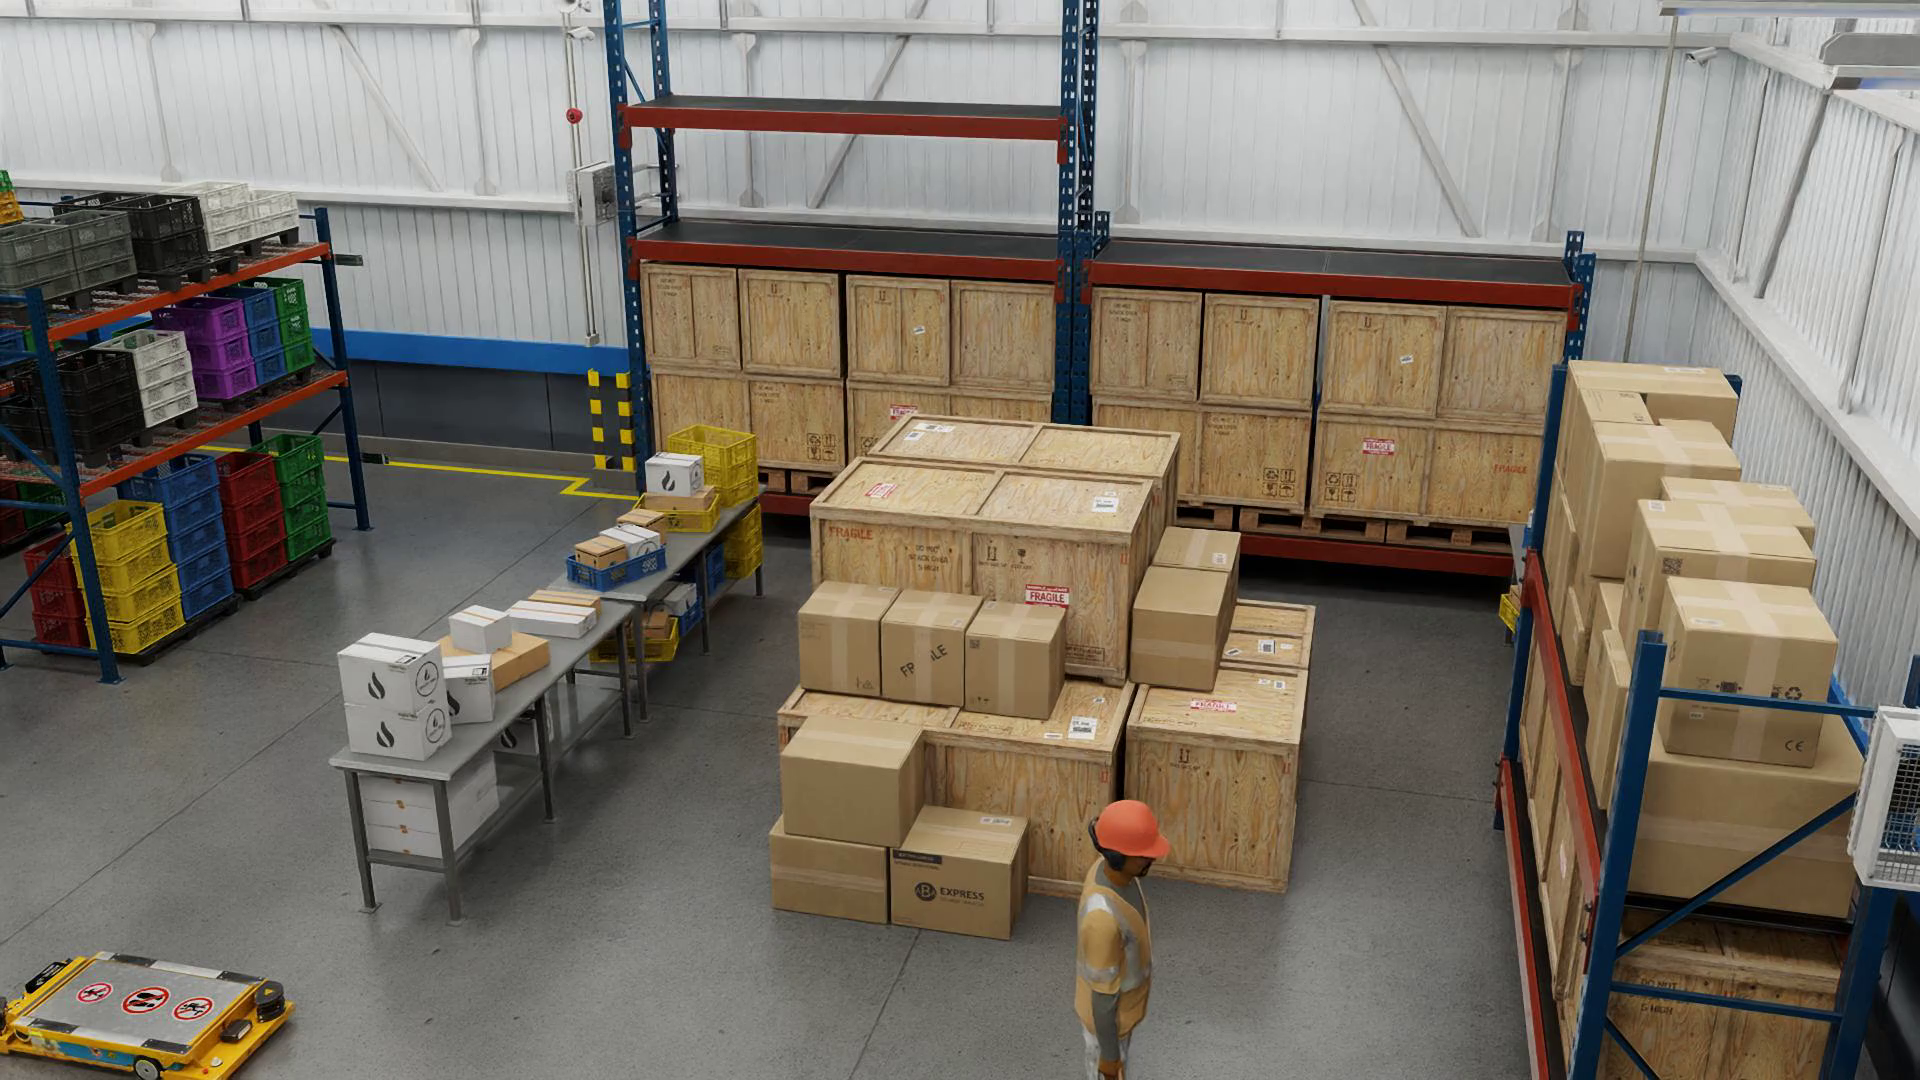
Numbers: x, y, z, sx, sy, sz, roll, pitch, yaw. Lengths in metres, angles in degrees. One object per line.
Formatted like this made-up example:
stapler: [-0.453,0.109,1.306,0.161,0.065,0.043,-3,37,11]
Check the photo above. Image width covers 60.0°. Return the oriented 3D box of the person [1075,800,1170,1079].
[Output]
person: [0.691,2.036,7.240,0.373,2.040,0.613,4,21,10]

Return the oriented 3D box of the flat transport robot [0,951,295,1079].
flat transport robot: [-4.270,2.464,8.601,1.431,0.231,0.659,5,22,13]
